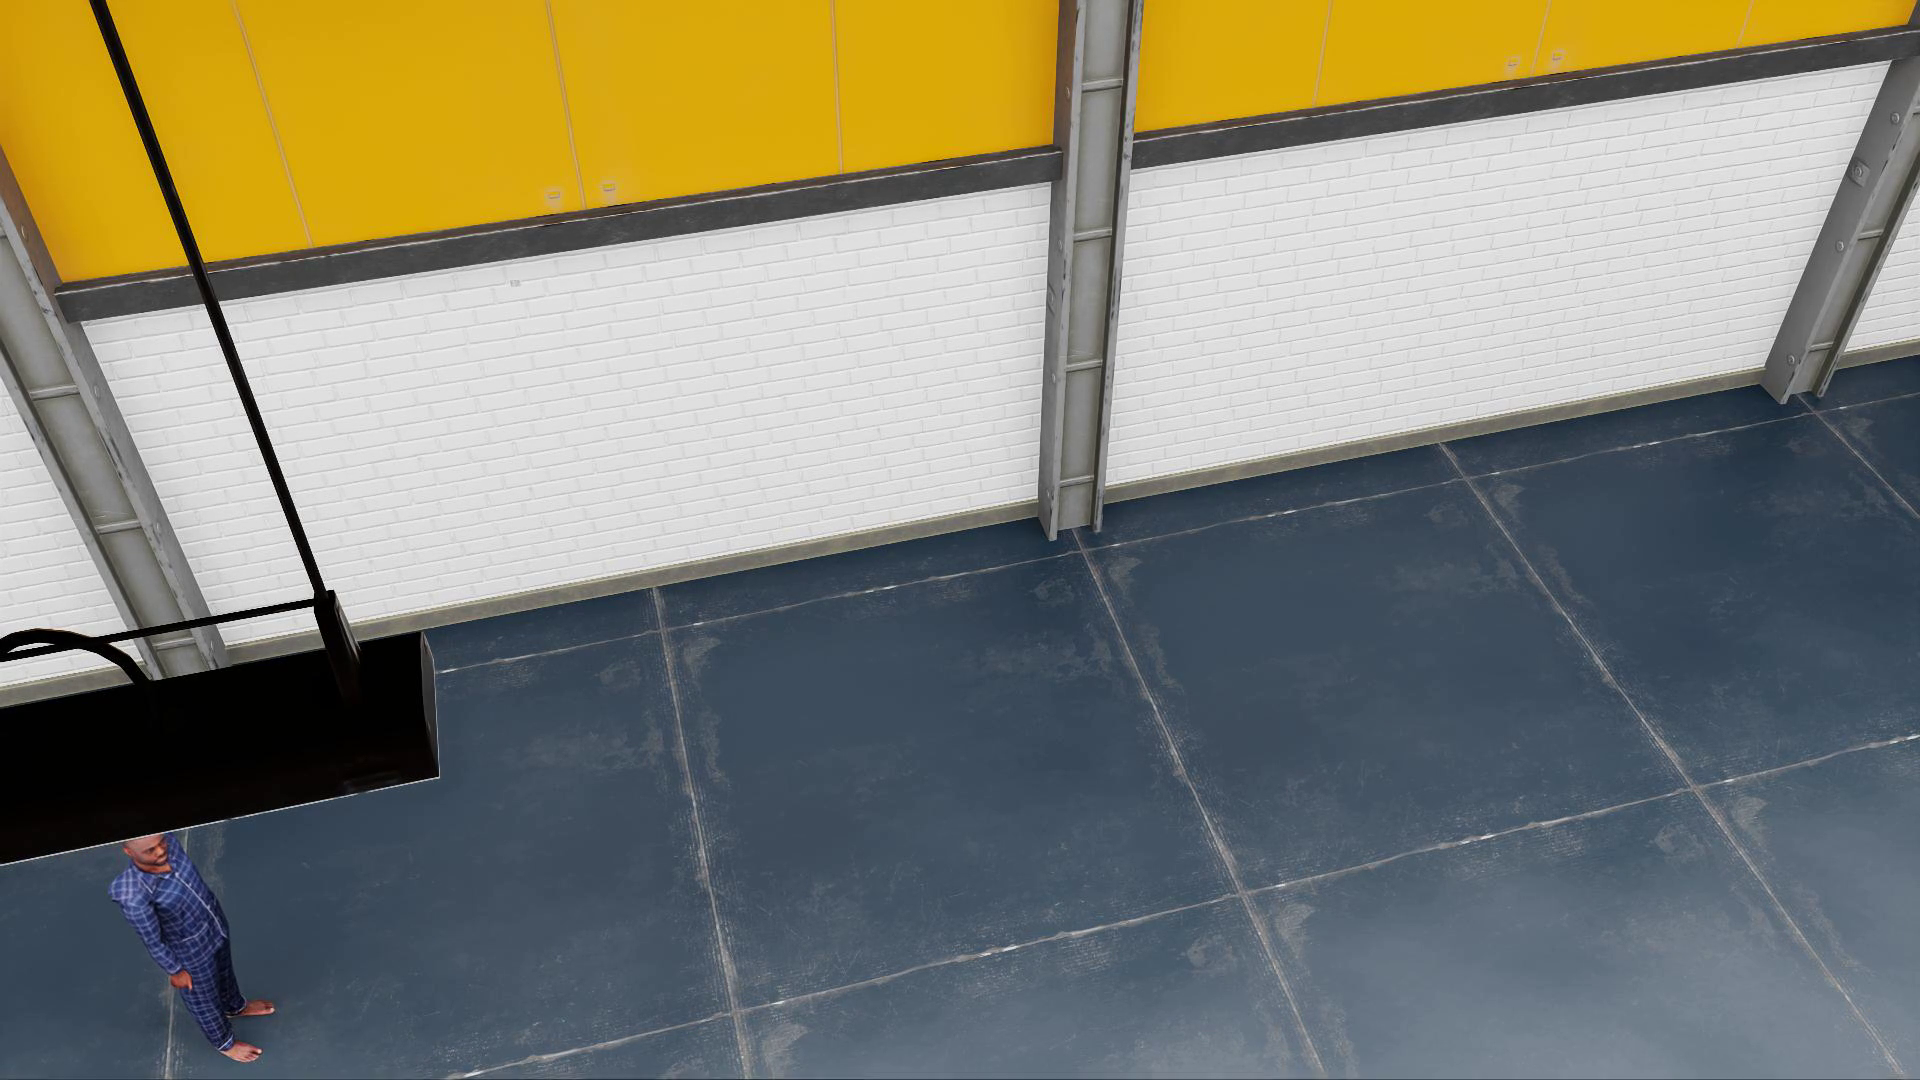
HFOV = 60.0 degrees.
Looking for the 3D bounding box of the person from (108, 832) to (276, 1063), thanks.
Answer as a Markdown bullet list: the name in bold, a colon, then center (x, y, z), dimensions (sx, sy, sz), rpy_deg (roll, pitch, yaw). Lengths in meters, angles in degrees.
- **person**: center (-3.936, 2.010, 8.487), dimensions (0.689, 1.824, 0.728), rpy_deg (1, 44, 1)
